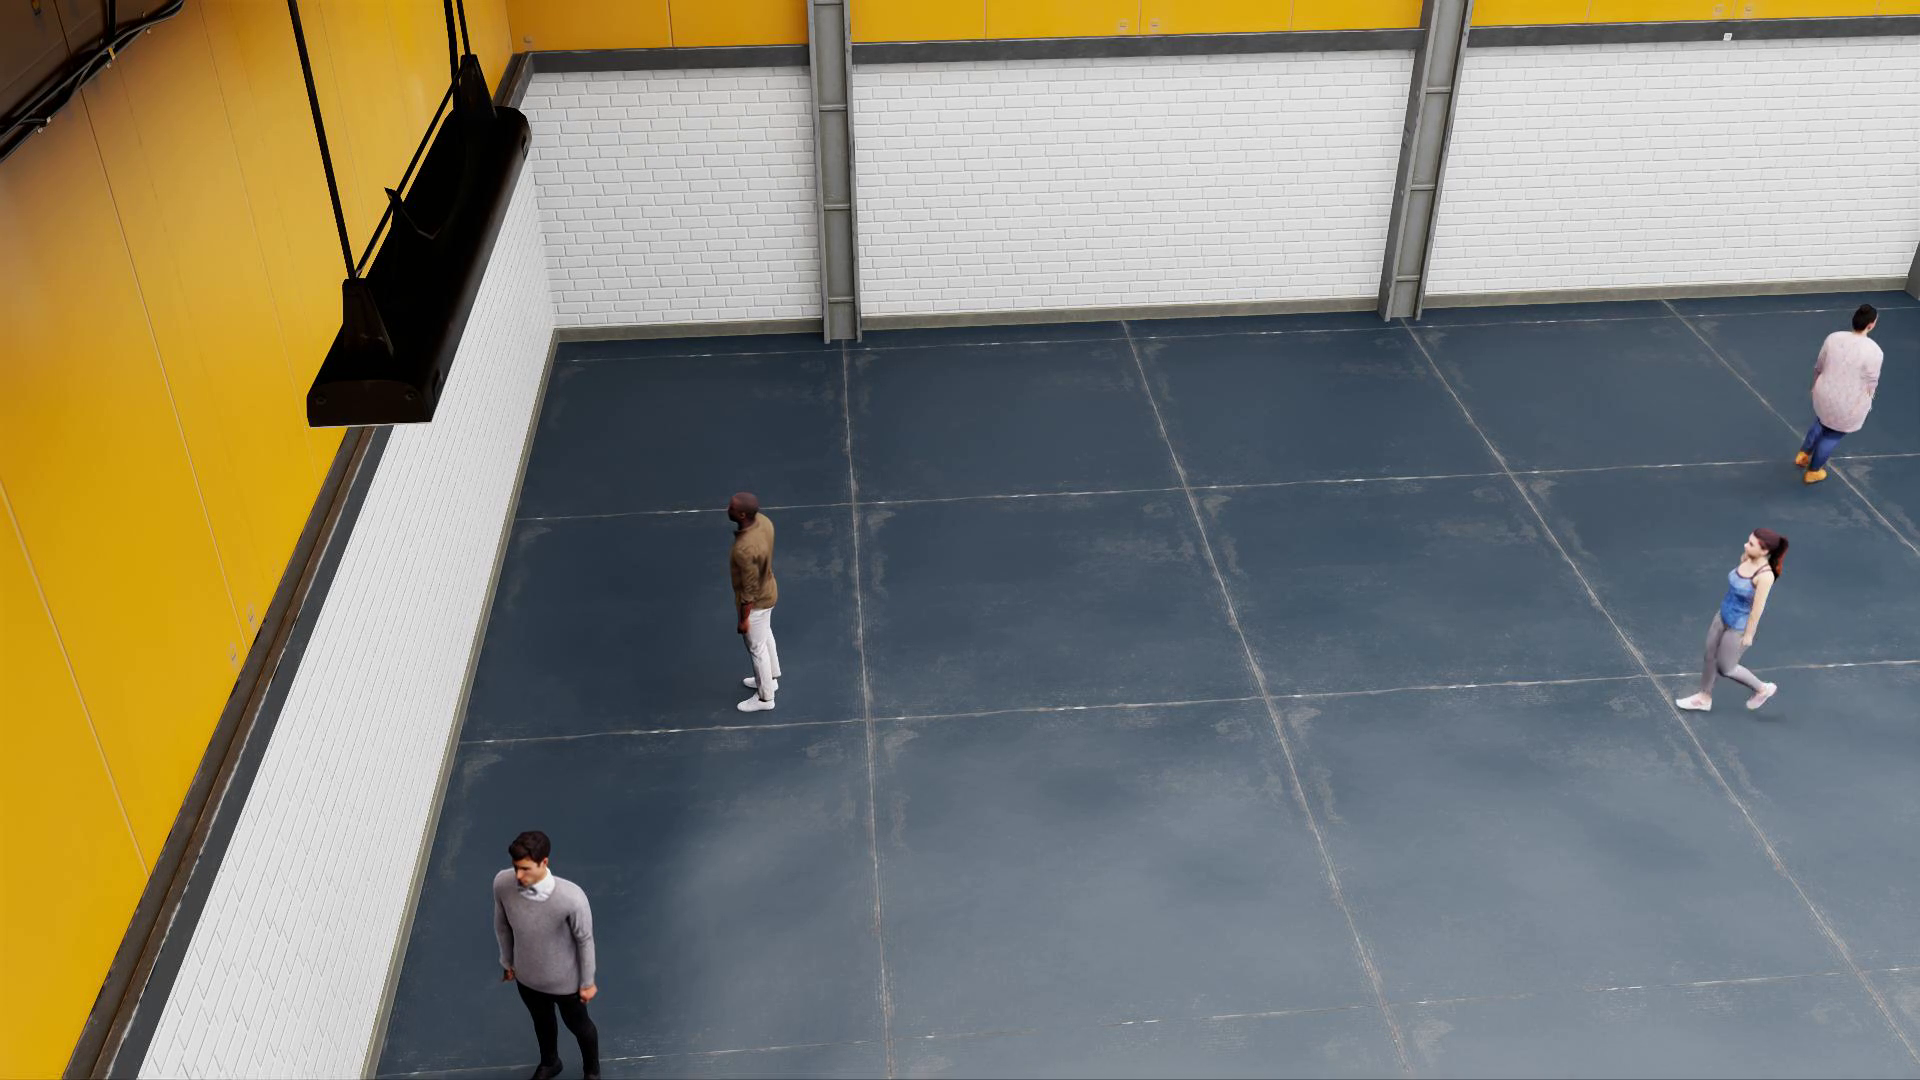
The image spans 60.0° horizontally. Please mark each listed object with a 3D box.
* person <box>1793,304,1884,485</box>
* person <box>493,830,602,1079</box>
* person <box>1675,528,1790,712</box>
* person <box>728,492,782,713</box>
[{"bbox_3d":[7.694,-1.261,14.634,0.771,1.732,0.772,-16,37,-22],"label":"person"},{"bbox_3d":[-2.230,2.322,9.068,0.720,1.923,0.881,10,35,14],"label":"person"},{"bbox_3d":[5.639,0.607,11.945,0.901,1.596,0.646,3,34,4],"label":"person"},{"bbox_3d":[-1.483,0.427,12.009,0.636,1.825,0.755,3,34,4],"label":"person"}]
